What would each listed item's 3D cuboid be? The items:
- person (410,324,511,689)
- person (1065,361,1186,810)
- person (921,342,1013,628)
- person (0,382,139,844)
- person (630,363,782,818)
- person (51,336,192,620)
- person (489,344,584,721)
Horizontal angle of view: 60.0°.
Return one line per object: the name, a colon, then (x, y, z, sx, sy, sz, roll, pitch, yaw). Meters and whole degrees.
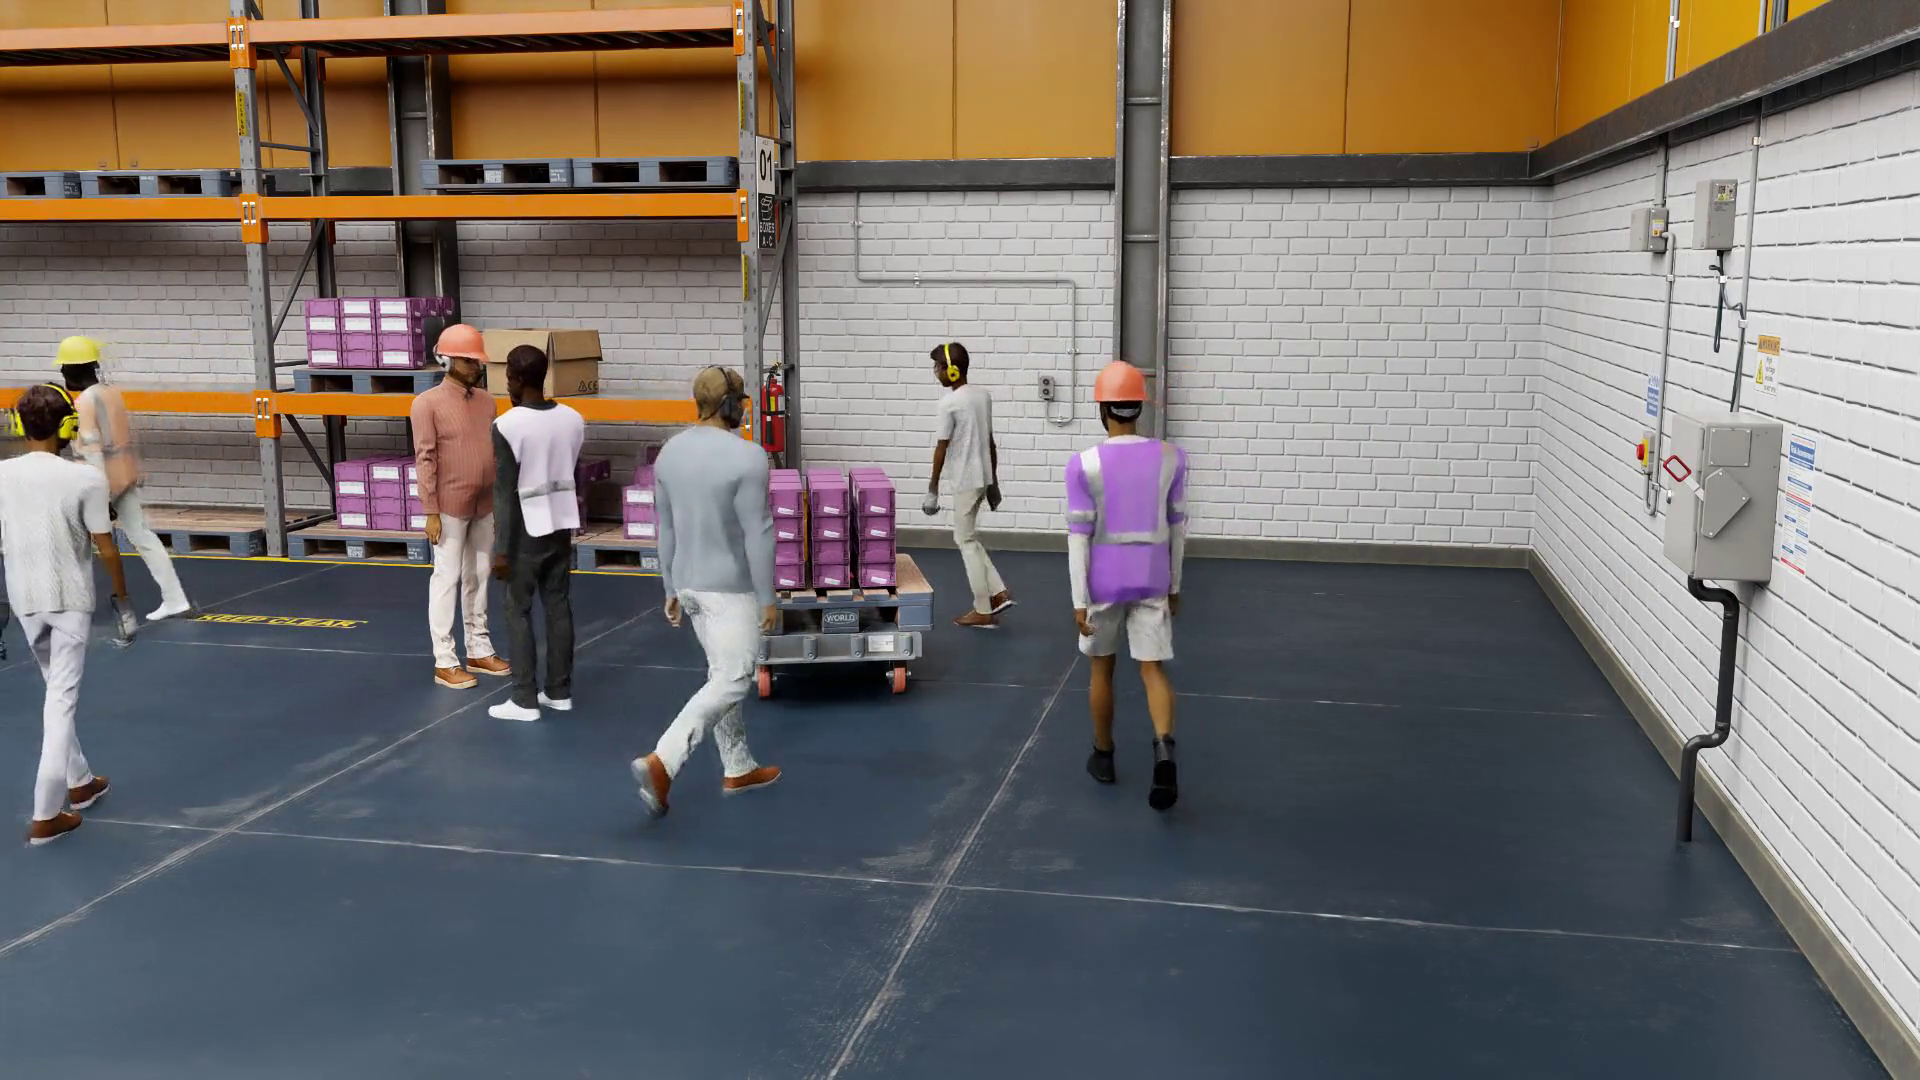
person: (-2.746, -0.192, 9.207, 0.379, 1.994, 0.611, 4, 10, 25)
person: (0.725, 0.192, 7.150, 0.549, 1.915, 0.845, -1, 9, -6)
person: (0.018, -0.333, 10.516, 0.416, 1.837, 0.540, 6, 11, 32)
person: (-3.682, 0.269, 6.887, 0.538, 1.833, 0.836, 0, 9, -1)
person: (-1.089, 0.220, 7.017, 0.634, 1.915, 0.838, 8, 13, 41)
person: (-5.521, -0.375, 10.706, 1.041, 1.869, 0.595, 0, 9, 0)
person: (-2.156, -0.037, 8.505, 0.423, 1.918, 0.610, 6, 11, 31)
